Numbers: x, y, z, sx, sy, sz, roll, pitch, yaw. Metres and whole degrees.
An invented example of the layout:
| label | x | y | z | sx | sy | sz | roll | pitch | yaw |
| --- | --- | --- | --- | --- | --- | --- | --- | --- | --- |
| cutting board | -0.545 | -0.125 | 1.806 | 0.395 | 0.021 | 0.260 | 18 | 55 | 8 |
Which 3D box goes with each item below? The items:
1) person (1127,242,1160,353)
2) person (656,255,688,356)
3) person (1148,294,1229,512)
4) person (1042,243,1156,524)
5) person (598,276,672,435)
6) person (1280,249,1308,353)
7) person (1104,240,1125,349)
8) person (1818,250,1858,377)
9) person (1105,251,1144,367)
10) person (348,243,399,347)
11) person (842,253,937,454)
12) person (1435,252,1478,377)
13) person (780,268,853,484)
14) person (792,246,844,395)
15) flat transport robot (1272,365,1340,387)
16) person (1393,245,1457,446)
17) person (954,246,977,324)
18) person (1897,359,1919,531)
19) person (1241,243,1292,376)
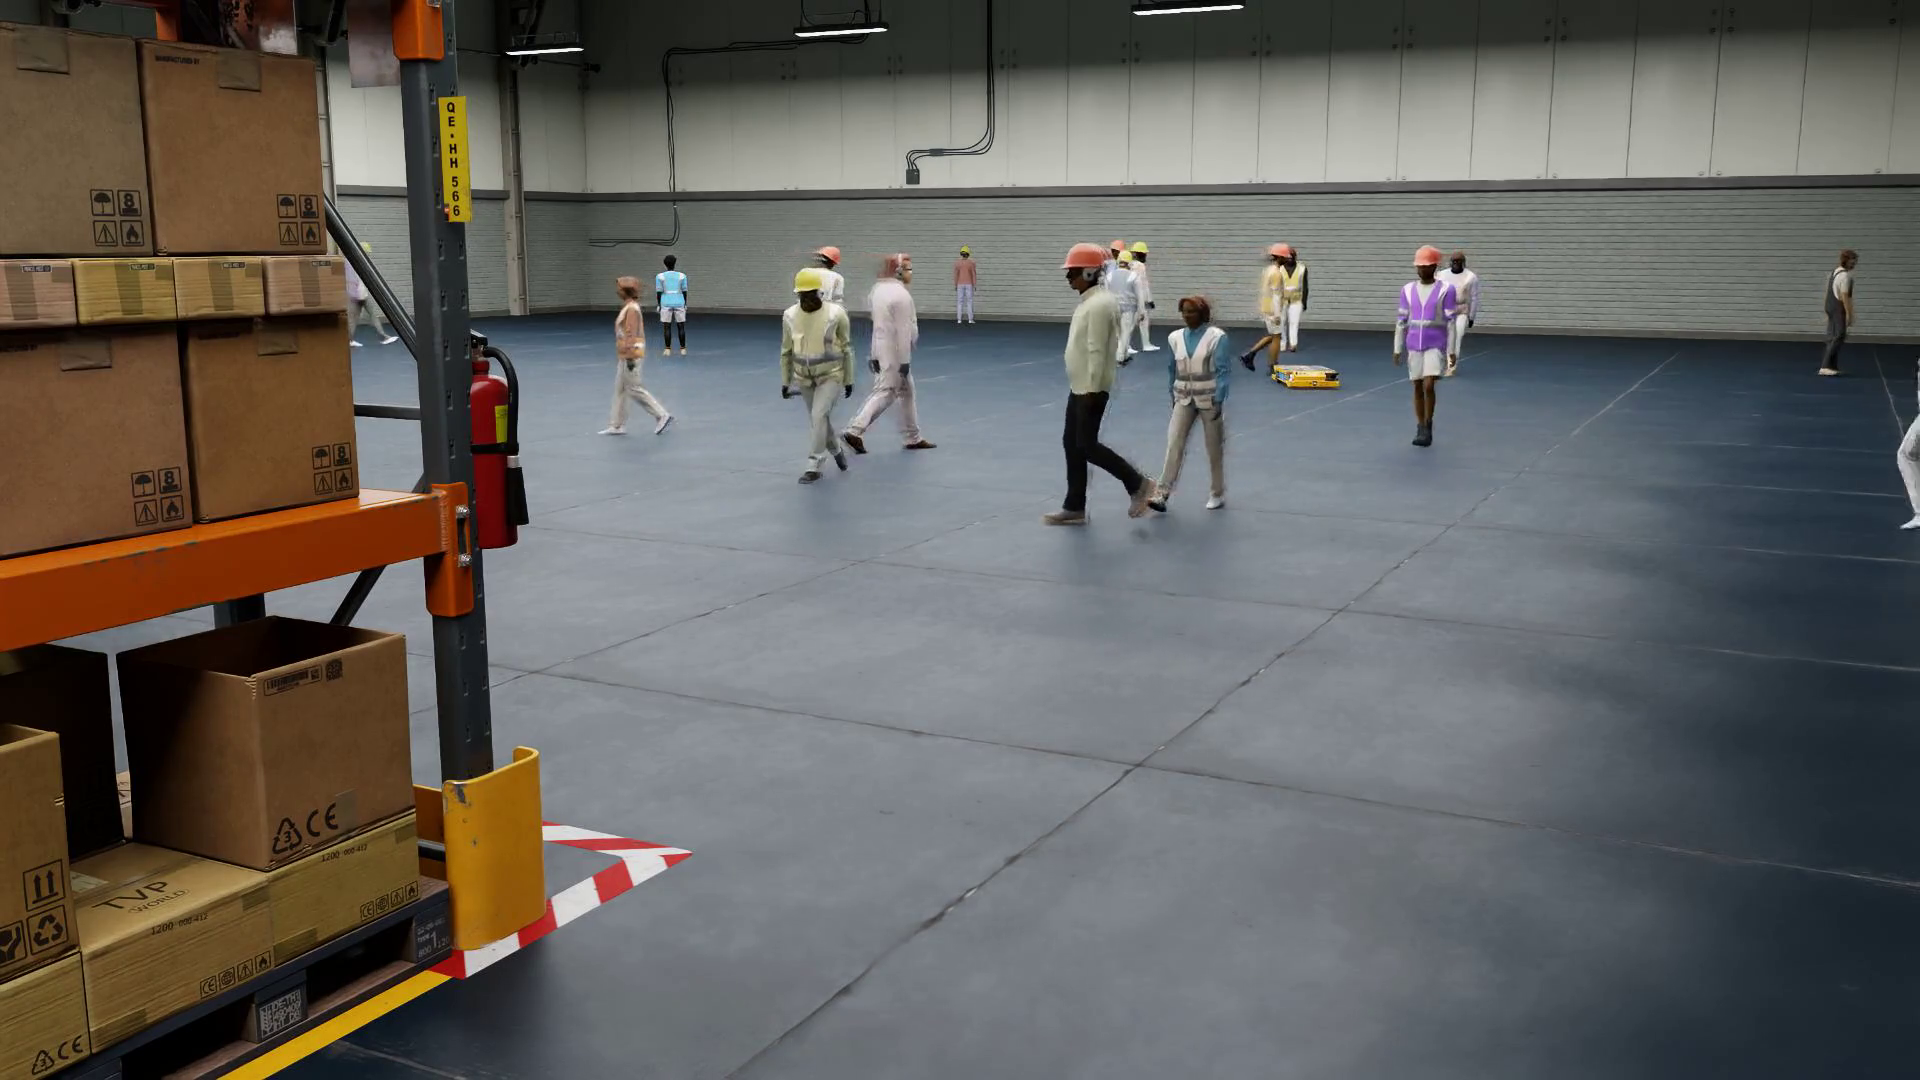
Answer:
| label | x | y | z | sx | sy | sz | roll | pitch | yaw |
| --- | --- | --- | --- | --- | --- | --- | --- | --- | --- |
| person | 3.147 | -4.140 | 28.523 | 0.858 | 1.894 | 0.598 | -1 | 10 | -8 |
| person | -4.820 | -3.917 | 27.855 | 0.532 | 1.692 | 0.322 | -3 | 11 | -18 |
| person | 1.705 | -0.980 | 12.112 | 0.532 | 1.594 | 0.861 | 7 | 12 | 33 |
| person | 0.964 | -1.069 | 11.562 | 0.681 | 1.972 | 0.627 | -2 | 11 | -9 |
| person | -3.317 | -1.858 | 16.833 | 0.693 | 1.619 | 0.532 | -3 | 11 | -16 |
| person | 5.685 | -4.138 | 28.798 | 0.657 | 1.787 | 0.988 | 2 | 11 | 11 |
| person | 2.759 | -4.343 | 29.536 | 0.385 | 1.927 | 0.546 | 2 | 11 | 8 |
| person | 12.562 | -3.232 | 23.819 | 0.400 | 1.810 | 0.653 | 2 | 11 | 8 |
| person | 2.567 | -3.574 | 25.749 | 0.606 | 1.781 | 0.907 | 7 | 12 | 32 |
| person | -10.800 | -4.458 | 30.292 | 0.979 | 1.872 | 0.608 | -7 | 13 | -35 |
| person | -0.669 | -1.735 | 15.504 | 0.955 | 1.868 | 0.641 | -4 | 11 | -21 |
| person | 7.159 | -3.271 | 24.099 | 0.614 | 1.797 | 0.986 | 6 | 12 | 31 |
| person | -1.159 | -1.385 | 13.880 | 0.597 | 1.773 | 0.909 | 4 | 11 | 21 |
| person | -1.836 | -2.783 | 21.180 | 0.717 | 1.890 | 0.375 | -3 | 11 | -17 |
| flat transport robot | 4.671 | -2.230 | 22.531 | 0.652 | 0.197 | 1.431 | 0 | 10 | 1 |
| person | 4.425 | -1.846 | 15.933 | 0.580 | 1.917 | 0.607 | 8 | 13 | 36 |
| person | 0.122 | -5.817 | 38.017 | 0.525 | 1.769 | 0.312 | 2 | 11 | 11 |
| person | 6.605 | -0.836 | 11.240 | 0.529 | 1.622 | 0.426 | -6 | 12 | -30 |
| person | 4.440 | -3.303 | 23.901 | 0.597 | 1.916 | 0.562 | 0 | 10 | -1 |
